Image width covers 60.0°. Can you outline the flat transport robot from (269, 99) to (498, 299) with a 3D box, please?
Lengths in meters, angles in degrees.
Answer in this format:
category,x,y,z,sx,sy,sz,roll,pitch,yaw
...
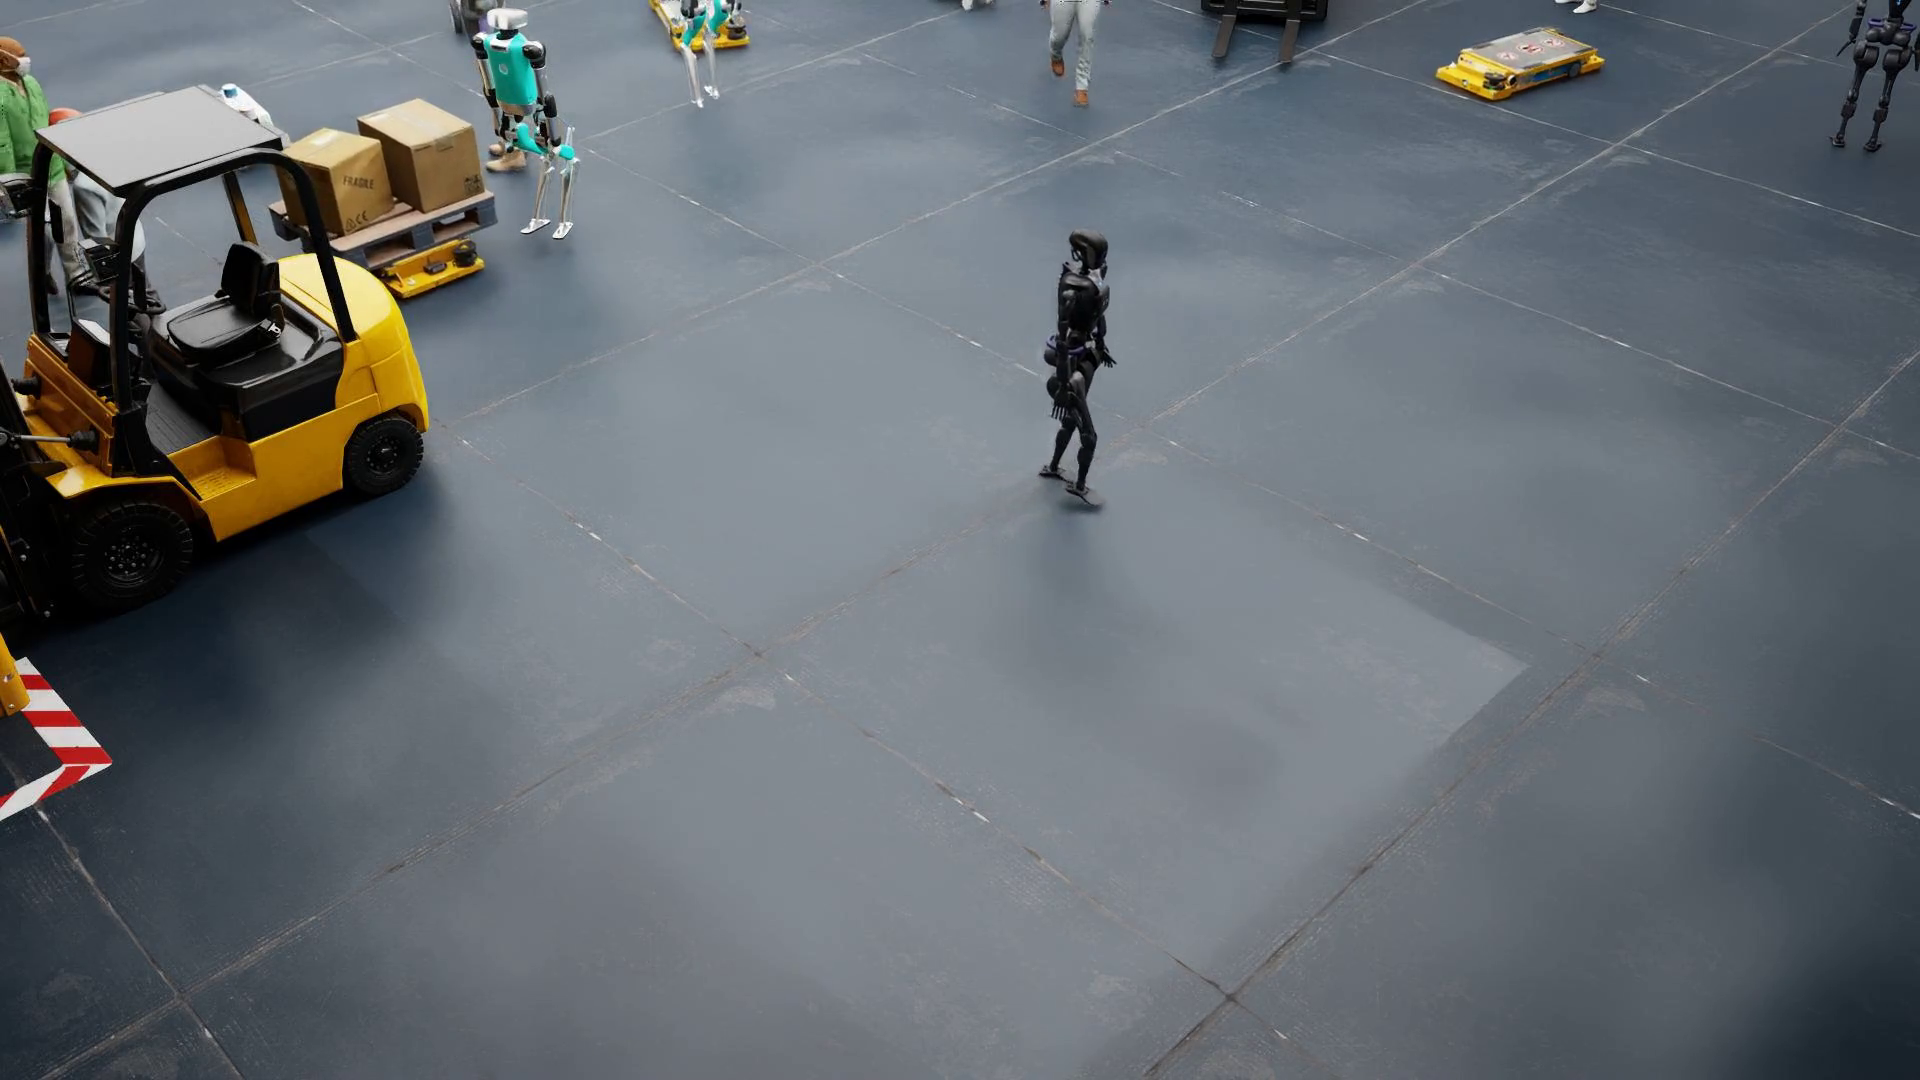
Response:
category,x,y,z,sx,sy,sz,roll,pitch,yaw
flat transport robot,-4.065,-2.127,11.844,1.431,0.231,0.659,30,46,34

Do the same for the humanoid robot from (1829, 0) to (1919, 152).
category,x,y,z,sx,sy,sz,roll,pitch,yaw
humanoid robot,7.237,-3.896,13.023,0.599,1.657,0.315,17,40,22

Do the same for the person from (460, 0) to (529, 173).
category,x,y,z,sx,sy,sz,roll,pitch,yaw
person,-3.603,-3.800,12.604,0.387,2.040,0.613,-4,37,-5

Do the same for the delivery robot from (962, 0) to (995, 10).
category,x,y,z,sx,sy,sz,roll,pitch,yaw
delivery robot,0.011,-5.508,16.146,0.499,0.613,0.816,-22,42,-27

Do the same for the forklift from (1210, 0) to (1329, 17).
category,x,y,z,sx,sy,sz,roll,pitch,yaw
forklift,3.106,-6.400,15.960,1.214,2.155,2.313,8,37,10

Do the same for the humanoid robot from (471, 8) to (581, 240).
category,x,y,z,sx,sy,sz,roll,pitch,yaw
humanoid robot,-2.922,-2.947,11.604,0.533,1.677,0.735,13,39,17

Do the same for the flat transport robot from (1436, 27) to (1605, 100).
category,x,y,z,sx,sy,sz,roll,pitch,yaw
flat transport robot,4.935,-4.189,14.604,1.431,0.231,0.659,-22,42,-26

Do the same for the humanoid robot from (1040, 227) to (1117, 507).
category,x,y,z,sx,sy,sz,roll,pitch,yaw
humanoid robot,0.687,-0.971,9.133,0.550,1.640,0.611,17,40,21

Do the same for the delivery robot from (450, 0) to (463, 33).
category,x,y,z,sx,sy,sz,roll,pitch,yaw
delivery robot,-4.559,-5.115,15.608,0.499,0.599,0.774,-12,38,-16

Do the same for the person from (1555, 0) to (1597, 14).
category,x,y,z,sx,sy,sz,roll,pitch,yaw
person,5.972,-5.793,15.604,0.310,1.639,0.518,-8,38,-11

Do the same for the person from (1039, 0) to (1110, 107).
category,x,y,z,sx,sy,sz,roll,pitch,yaw
person,0.956,-4.621,13.802,0.651,1.920,0.658,-3,37,-4

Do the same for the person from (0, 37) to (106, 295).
category,x,y,z,sx,sy,sz,roll,pitch,yaw
person,-6.120,-2.418,10.991,0.514,1.757,0.598,7,37,10

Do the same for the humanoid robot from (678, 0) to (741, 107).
category,x,y,z,sx,sy,sz,roll,pitch,yaw
humanoid robot,-2.110,-4.473,13.757,0.555,1.764,0.793,-17,40,-21

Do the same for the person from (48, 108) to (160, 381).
category,x,y,z,sx,sy,sz,roll,pitch,yaw
person,-5.190,-1.805,10.185,0.351,1.738,0.571,-3,37,-5

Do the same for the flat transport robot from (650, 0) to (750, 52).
category,x,y,z,sx,sy,sz,roll,pitch,yaw
flat transport robot,-2.459,-4.917,15.579,0.659,0.231,1.431,-12,38,-15

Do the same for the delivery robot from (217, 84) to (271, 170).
category,x,y,z,sx,sy,sz,roll,pitch,yaw
delivery robot,-5.736,-3.317,13.210,0.499,0.609,0.797,-25,43,-29

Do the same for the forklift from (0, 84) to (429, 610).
category,x,y,z,sx,sy,sz,roll,pitch,yaw
forklift,-4.145,-1.093,8.856,2.313,2.155,1.214,-31,47,-34
